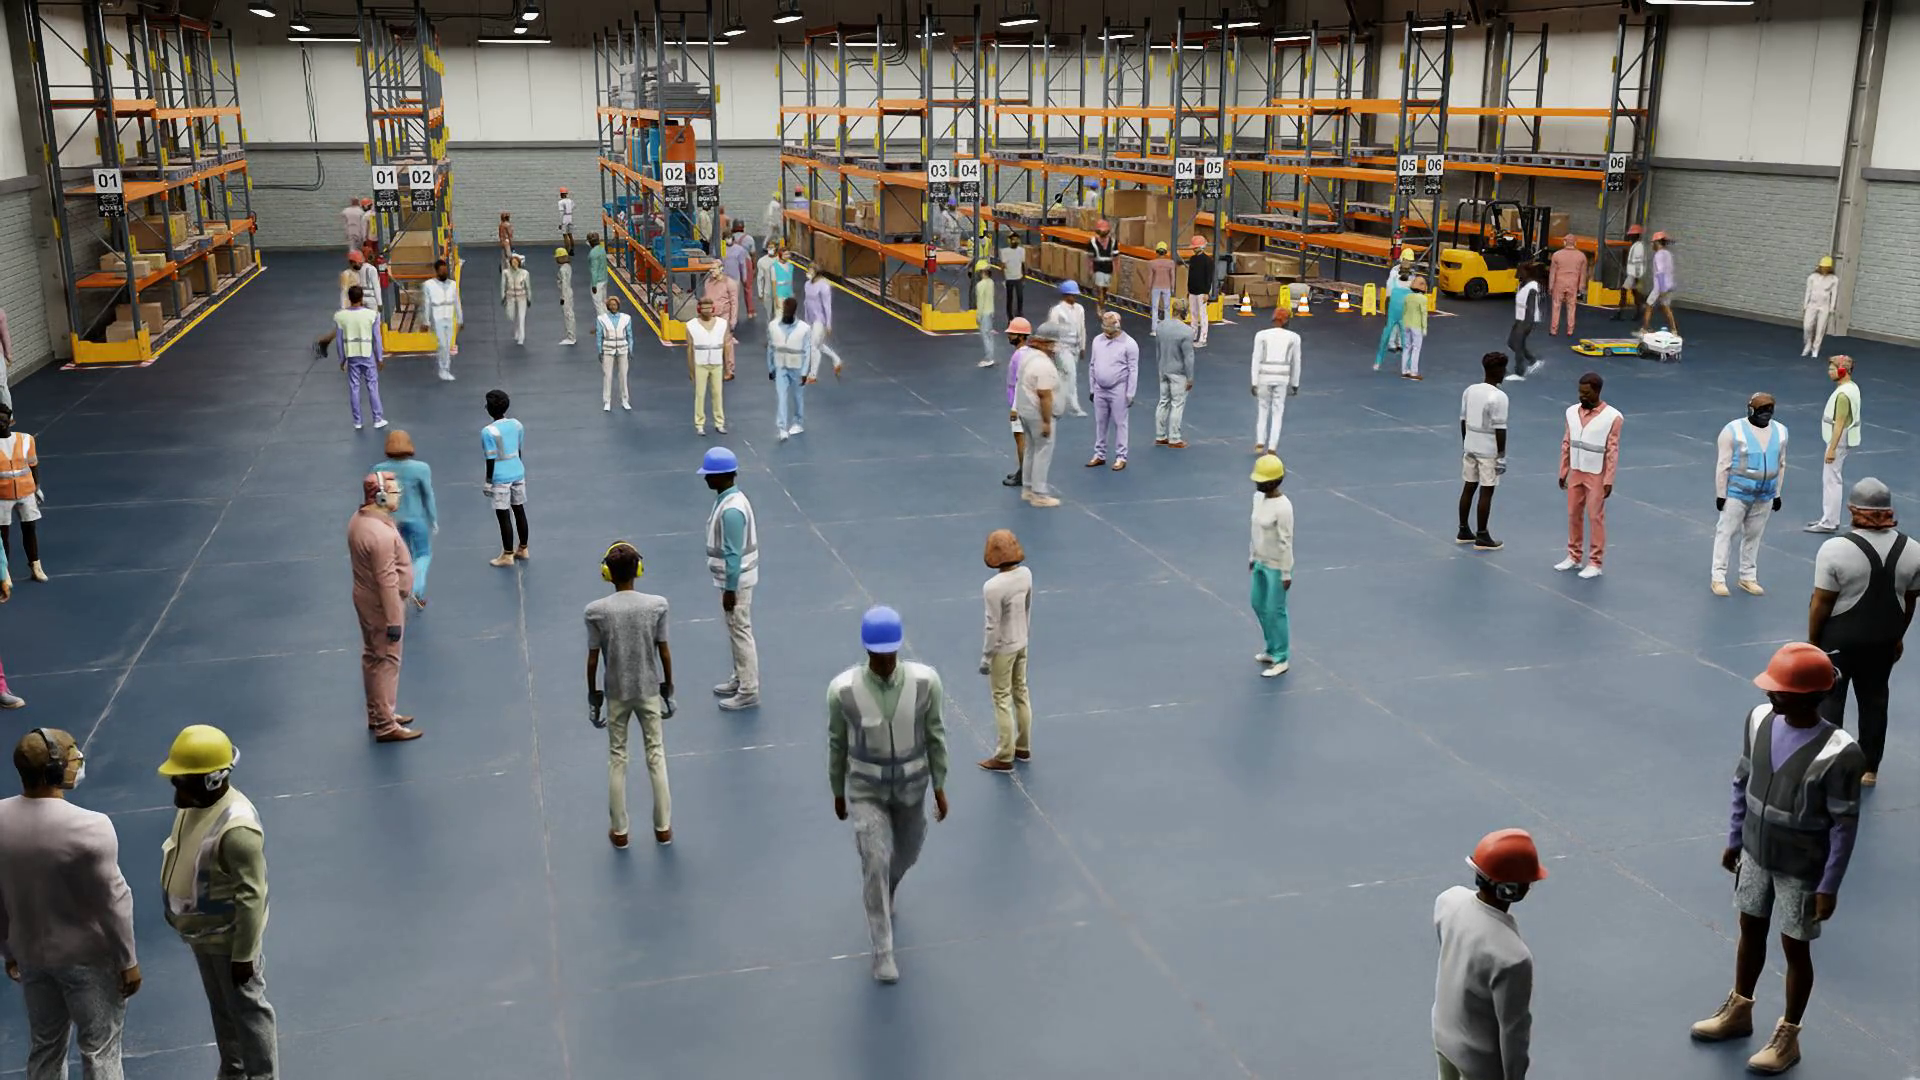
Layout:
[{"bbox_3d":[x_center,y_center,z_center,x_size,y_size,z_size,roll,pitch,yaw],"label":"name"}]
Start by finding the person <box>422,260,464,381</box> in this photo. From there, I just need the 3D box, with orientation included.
[{"bbox_3d":[-8.099,-3.450,26.177,0.556,1.900,0.630,12,19,38],"label":"person"}]

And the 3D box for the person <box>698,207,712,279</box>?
[{"bbox_3d":[-6.276,-7.471,41.169,0.414,1.985,0.610,-1,15,-3],"label":"person"}]

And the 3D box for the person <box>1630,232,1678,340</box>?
[{"bbox_3d":[12.795,-4.622,30.423,0.633,1.981,0.983,-14,20,-42],"label":"person"}]

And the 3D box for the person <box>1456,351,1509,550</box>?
[{"bbox_3d":[5.182,-0.891,16.431,0.366,1.964,0.610,-6,16,-20],"label":"person"}]

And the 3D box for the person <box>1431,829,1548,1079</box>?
[{"bbox_3d":[1.999,1.905,6.341,0.342,1.746,0.569,-3,15,-13],"label":"person"}]

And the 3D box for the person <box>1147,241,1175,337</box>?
[{"bbox_3d":[3.753,-4.681,31.076,0.522,1.769,0.318,1,15,3],"label":"person"}]

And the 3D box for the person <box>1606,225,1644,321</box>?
[{"bbox_3d":[13.332,-5.327,33.228,0.831,1.904,0.579,5,16,18],"label":"person"}]

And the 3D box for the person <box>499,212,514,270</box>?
[{"bbox_3d":[-11.195,-7.277,41.091,0.311,1.638,0.521,-14,20,-42],"label":"person"}]

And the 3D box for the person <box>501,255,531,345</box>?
[{"bbox_3d":[-8.032,-4.367,30.162,0.532,1.619,0.579,-1,15,-5],"label":"person"}]

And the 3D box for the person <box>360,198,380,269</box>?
[{"bbox_3d":[-14.496,-7.396,40.887,0.406,1.983,0.615,4,15,15],"label":"person"}]

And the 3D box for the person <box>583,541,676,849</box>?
[{"bbox_3d":[-1.939,0.920,9.828,0.516,1.860,0.322,-3,15,-13],"label":"person"}]

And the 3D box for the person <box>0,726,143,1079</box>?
[{"bbox_3d":[-3.640,1.689,6.779,0.634,1.935,0.350,3,15,11],"label":"person"}]

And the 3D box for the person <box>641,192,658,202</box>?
[{"bbox_3d":[-9.425,-9.915,50.415,0.614,1.950,0.375,7,16,23],"label":"person"}]

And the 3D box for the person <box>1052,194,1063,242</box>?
[{"bbox_3d":[2.824,-9.147,48.027,0.319,1.692,0.533,-7,16,-25],"label":"person"}]

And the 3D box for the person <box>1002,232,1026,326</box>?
[{"bbox_3d":[1.053,-5.022,32.211,0.518,1.838,0.803,-2,15,-8],"label":"person"}]

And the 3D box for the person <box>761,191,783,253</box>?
[{"bbox_3d":[-5.321,-9.107,47.748,0.942,1.782,0.621,-8,17,-27],"label":"person"}]

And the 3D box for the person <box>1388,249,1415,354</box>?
[{"bbox_3d":[7.729,-4.166,29.028,0.587,1.826,0.404,-11,19,-36],"label":"person"}]

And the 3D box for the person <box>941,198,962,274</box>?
[{"bbox_3d":[-0.234,-7.806,42.576,0.617,1.909,0.994,-6,16,-20],"label":"person"}]

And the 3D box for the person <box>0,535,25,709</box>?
[{"bbox_3d":[-7.080,0.316,11.865,0.415,1.985,0.611,7,16,25],"label":"person"}]

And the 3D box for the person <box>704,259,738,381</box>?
[{"bbox_3d":[-3.807,-3.472,26.258,0.652,1.906,0.408,9,17,29],"label":"person"}]

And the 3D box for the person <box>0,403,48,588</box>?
[{"bbox_3d":[-8.643,-0.414,15.153,0.542,1.695,0.316,-14,20,-43],"label":"person"}]

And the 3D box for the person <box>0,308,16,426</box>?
[{"bbox_3d":[-13.136,-2.472,22.434,0.630,1.940,0.372,-10,18,-33],"label":"person"}]

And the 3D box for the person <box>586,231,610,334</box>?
[{"bbox_3d":[-6.842,-4.865,31.461,0.365,1.932,0.630,1,15,5],"label":"person"}]

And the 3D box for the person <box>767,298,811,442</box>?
[{"bbox_3d":[-2.228,-2.239,21.711,0.609,1.864,0.949,2,15,6],"label":"person"}]

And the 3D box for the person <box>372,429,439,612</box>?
[{"bbox_3d":[-4.760,-0.144,14.279,0.521,1.614,0.506,0,15,-1],"label":"person"}]

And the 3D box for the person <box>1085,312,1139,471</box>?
[{"bbox_3d":[1.808,-1.785,19.927,0.642,1.901,0.401,11,19,37],"label":"person"}]

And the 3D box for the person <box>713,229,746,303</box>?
[{"bbox_3d":[-4.483,-5.091,32.348,0.637,1.913,0.847,-5,16,-18],"label":"person"}]

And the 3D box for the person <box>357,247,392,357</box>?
[{"bbox_3d":[-10.159,-4.112,28.717,0.573,1.883,0.356,12,19,37],"label":"person"}]

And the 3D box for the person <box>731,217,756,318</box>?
[{"bbox_3d":[-4.449,-5.523,33.721,0.683,2.000,0.538,1,15,4],"label":"person"}]

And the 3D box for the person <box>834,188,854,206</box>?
[{"bbox_3d":[-3.425,-9.397,48.686,0.626,1.842,0.429,-8,17,-29],"label":"person"}]

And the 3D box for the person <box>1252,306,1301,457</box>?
[{"bbox_3d":[3.926,-1.964,20.677,0.594,1.850,0.646,3,15,10],"label":"person"}]

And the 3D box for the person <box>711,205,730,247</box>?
[{"bbox_3d":[-6.329,-8.069,44.096,0.528,1.621,0.537,-9,17,-31],"label":"person"}]

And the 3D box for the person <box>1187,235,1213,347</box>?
[{"bbox_3d":[4.261,-4.456,29.808,0.388,1.987,0.608,-8,17,-29],"label":"person"}]

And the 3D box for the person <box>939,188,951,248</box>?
[{"bbox_3d":[-0.413,-9.615,49.523,0.429,1.836,0.630,5,16,20],"label":"person"}]

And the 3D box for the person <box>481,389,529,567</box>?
[{"bbox_3d":[-4.330,-0.586,15.800,0.322,1.697,0.531,6,16,23],"label":"person"}]

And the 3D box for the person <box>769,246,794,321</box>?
[{"bbox_3d":[-3.151,-4.289,29.485,0.386,1.830,0.574,11,19,37],"label":"person"}]

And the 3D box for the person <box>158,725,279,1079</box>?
[{"bbox_3d":[-3.166,1.653,7.111,0.590,1.836,0.404,14,21,43],"label":"person"}]
